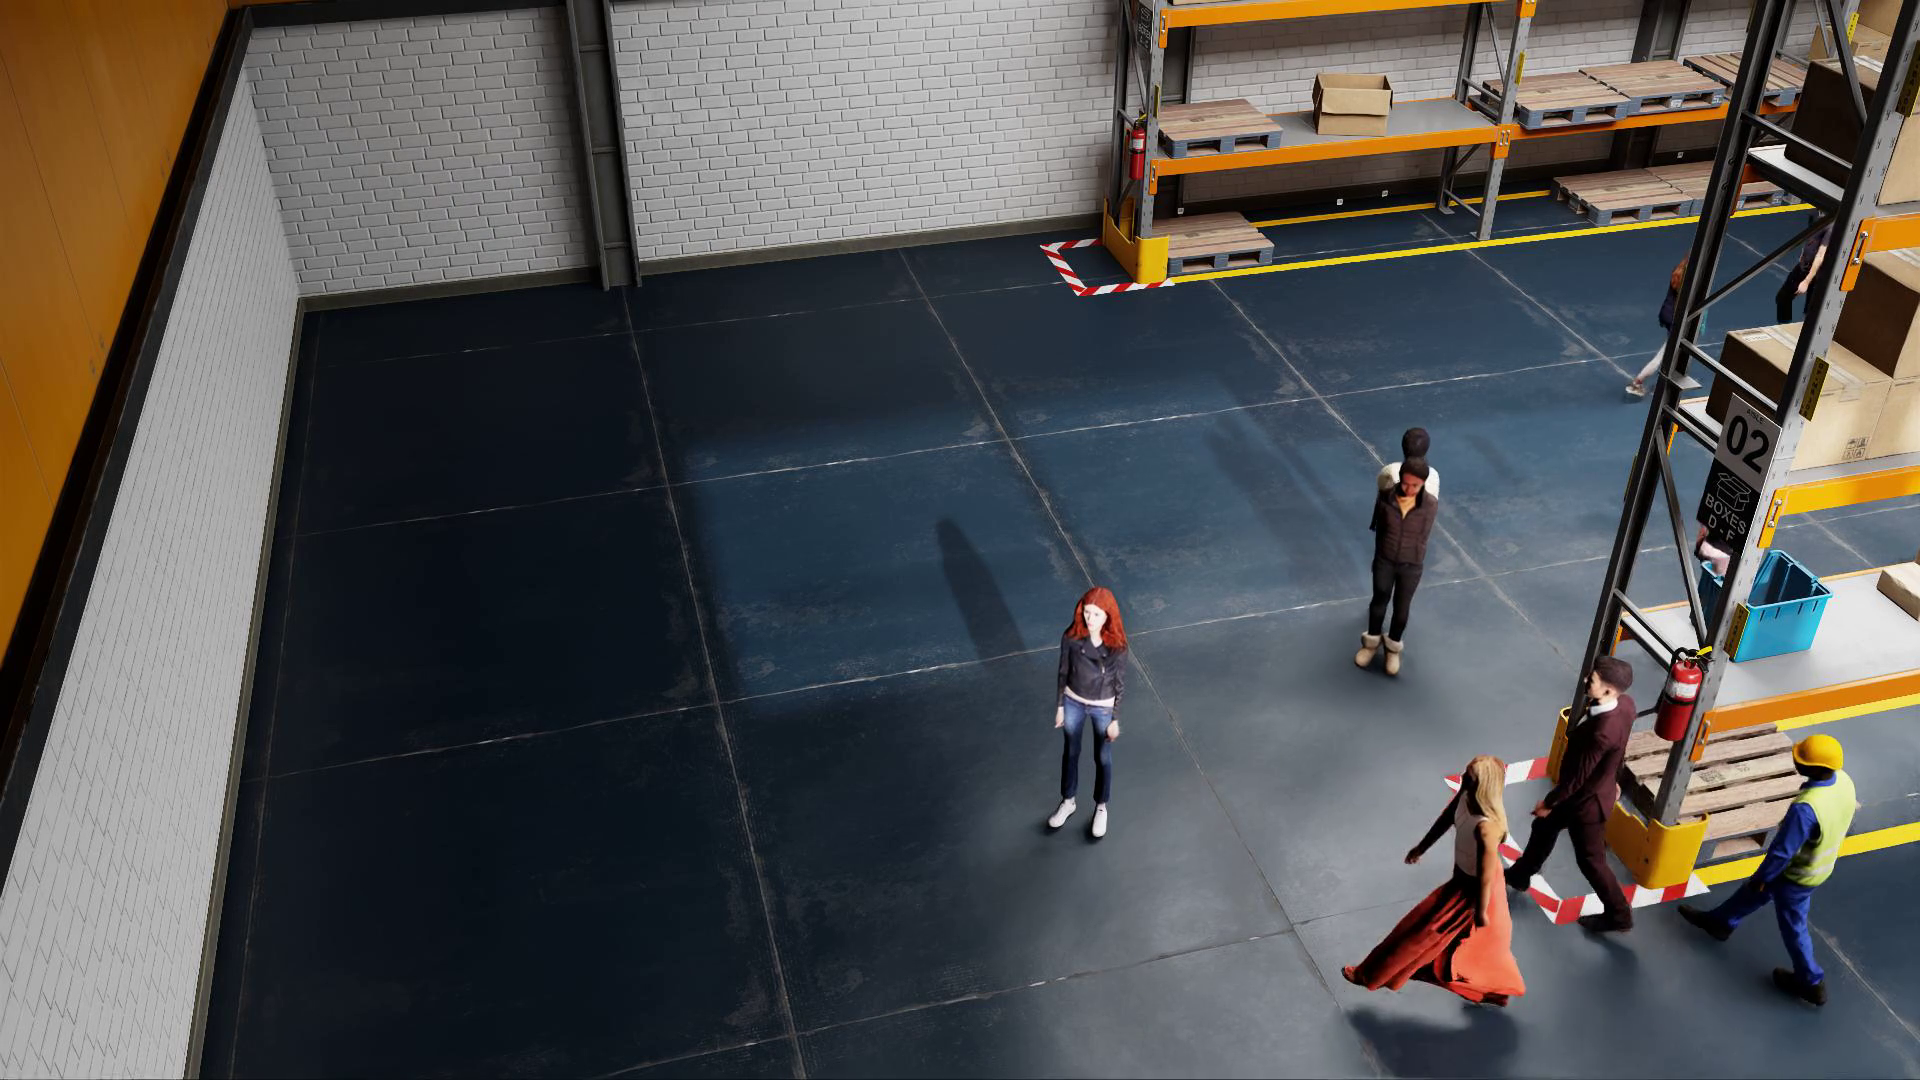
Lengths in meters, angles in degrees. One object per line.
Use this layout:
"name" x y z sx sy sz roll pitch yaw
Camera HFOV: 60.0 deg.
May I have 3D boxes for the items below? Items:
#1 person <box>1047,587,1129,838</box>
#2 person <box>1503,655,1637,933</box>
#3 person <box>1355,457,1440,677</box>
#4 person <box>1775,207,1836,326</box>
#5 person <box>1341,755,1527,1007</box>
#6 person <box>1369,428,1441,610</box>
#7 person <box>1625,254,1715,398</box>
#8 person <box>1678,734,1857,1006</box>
"person" 0.796 1.043 10.180 0.647 1.787 0.729 11 35 16
"person" 3.653 1.490 9.467 1.230 1.833 1.130 16 37 22
"person" 3.093 0.141 11.648 0.702 1.665 0.763 -14 36 -20
"person" 8.065 -2.501 15.551 0.734 1.745 0.729 -4 34 -7
"person" 2.848 1.881 8.954 1.318 1.749 1.004 6 34 9
"person" 3.192 -0.052 12.018 0.698 1.577 0.757 1 34 2
"person" 6.401 -1.926 14.938 1.005 1.465 0.601 -7 34 -10
"person" 4.623 1.818 9.039 1.211 1.760 1.144 -26 41 -33
